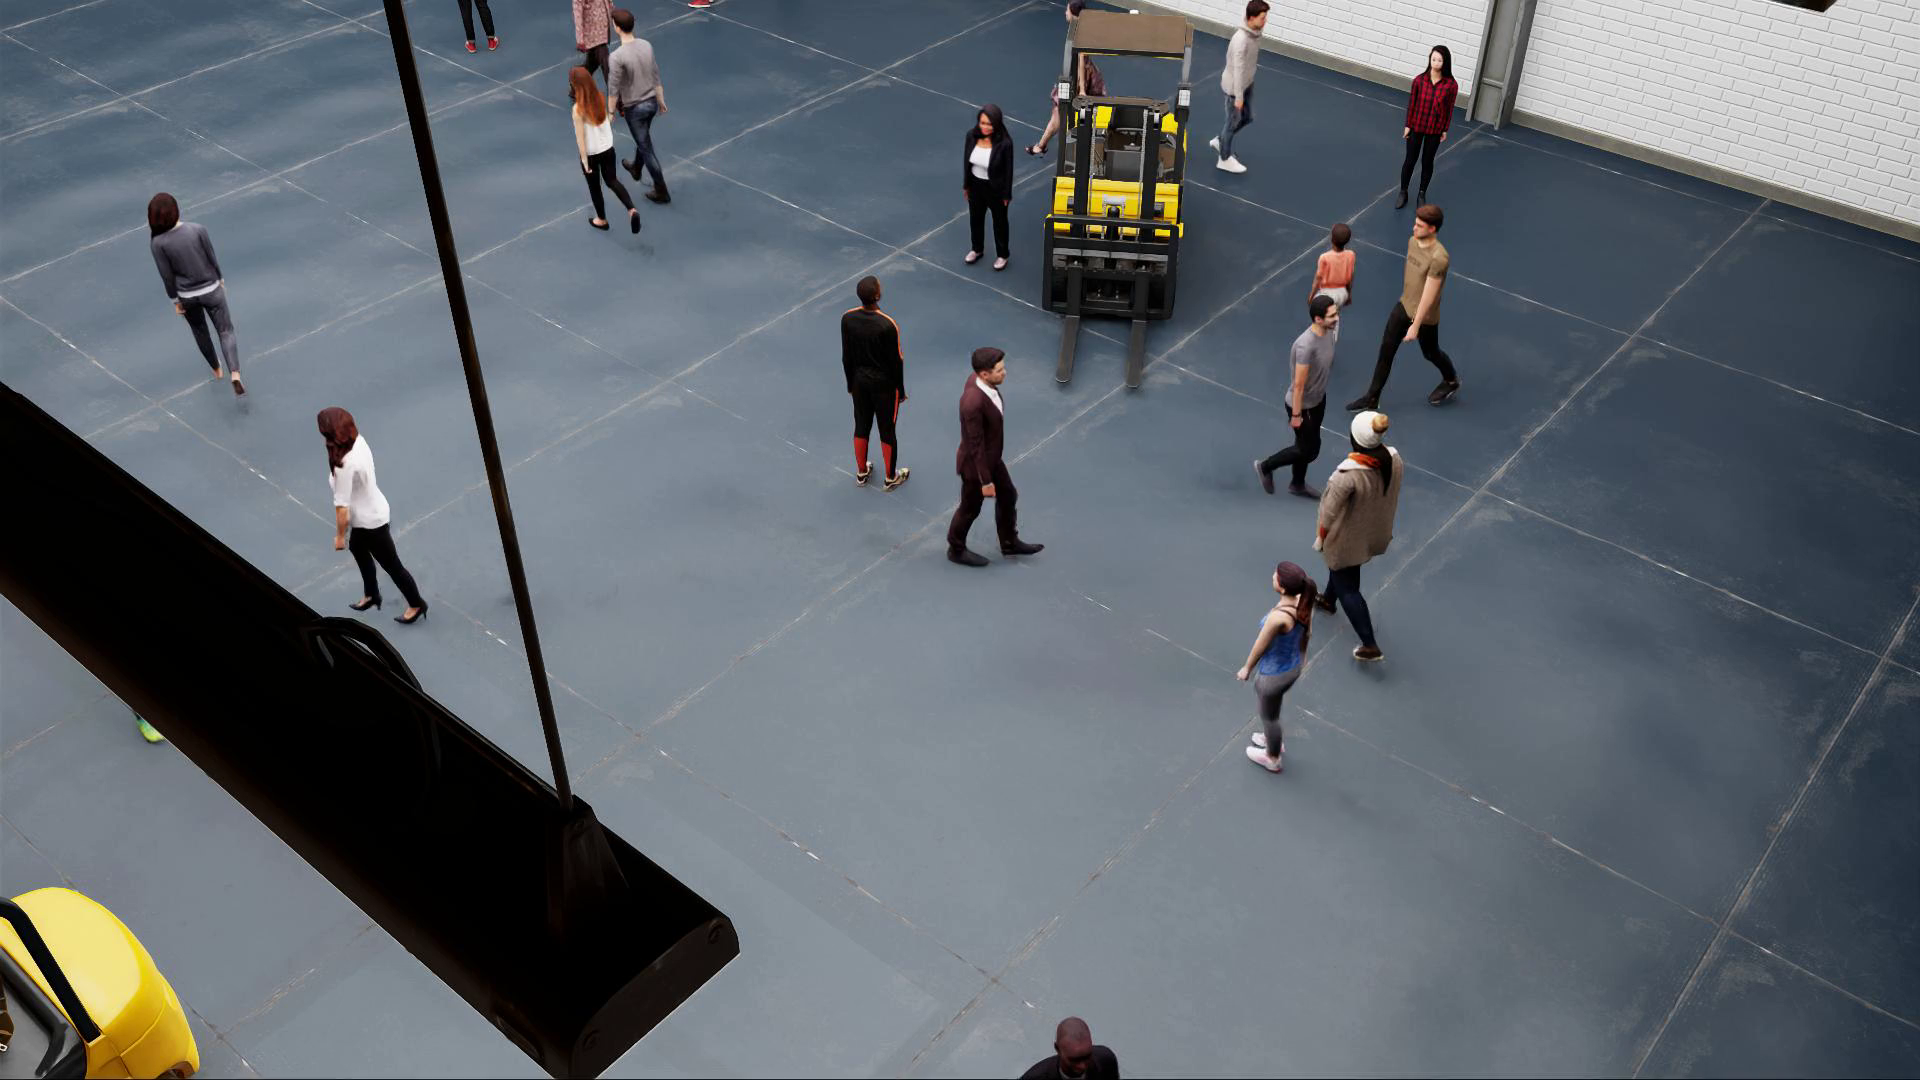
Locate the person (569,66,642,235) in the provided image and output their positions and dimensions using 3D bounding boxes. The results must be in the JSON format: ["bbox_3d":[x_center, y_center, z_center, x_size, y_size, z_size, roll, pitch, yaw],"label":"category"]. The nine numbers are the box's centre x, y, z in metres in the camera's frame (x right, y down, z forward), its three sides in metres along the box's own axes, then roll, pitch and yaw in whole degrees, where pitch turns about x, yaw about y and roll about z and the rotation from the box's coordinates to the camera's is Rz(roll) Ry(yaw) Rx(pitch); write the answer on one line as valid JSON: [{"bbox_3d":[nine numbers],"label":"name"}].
[{"bbox_3d":[-3.341,-3.612,15.607,0.941,1.698,0.597,30,47,32],"label":"person"}]

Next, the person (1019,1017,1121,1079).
[{"bbox_3d":[0.469,2.718,7.632,0.805,1.758,0.860,-15,41,-18],"label":"person"}]

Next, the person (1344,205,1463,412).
[{"bbox_3d":[3.746,-1.811,13.264,1.126,1.808,1.289,-14,41,-17],"label":"person"}]

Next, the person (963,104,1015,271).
[{"bbox_3d":[0.263,-3.243,15.214,0.658,1.611,0.766,15,41,18],"label":"person"}]

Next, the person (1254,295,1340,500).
[{"bbox_3d":[2.507,-1.053,12.364,0.822,1.746,0.711,20,43,23],"label":"person"}]

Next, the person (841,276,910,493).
[{"bbox_3d":[-0.646,-1.175,12.468,0.591,1.808,0.752,13,40,16],"label":"person"}]

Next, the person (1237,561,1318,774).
[{"bbox_3d":[1.996,0.820,10.139,0.564,1.596,0.556,28,46,31],"label":"person"}]

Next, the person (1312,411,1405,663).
[{"bbox_3d":[2.666,-0.014,10.976,0.936,1.855,1.248,-21,43,-24],"label":"person"}]

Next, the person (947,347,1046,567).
[{"bbox_3d":[0.058,-0.574,11.687,1.087,1.841,0.976,7,39,9],"label":"person"}]

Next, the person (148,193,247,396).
[{"bbox_3d":[-6.166,-1.978,13.519,0.858,1.750,1.106,-19,42,-22],"label":"person"}]

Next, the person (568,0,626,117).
[{"bbox_3d":[-3.979,-5.423,17.814,1.317,1.774,1.008,10,40,13],"label":"person"}]

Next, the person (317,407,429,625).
[{"bbox_3d":[-3.870,-0.135,11.191,0.912,1.776,0.867,-9,39,-11],"label":"person"}]

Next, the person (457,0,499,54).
[{"bbox_3d":[-5.695,-6.535,19.220,0.710,1.757,0.717,-12,40,-14],"label":"person"}]

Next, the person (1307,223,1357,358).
[{"bbox_3d":[3.141,-2.027,13.937,0.587,1.305,0.637,-6,39,-7],"label":"person"}]

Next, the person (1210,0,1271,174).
[{"bbox_3d":[2.702,-4.585,16.721,0.765,1.827,0.694,22,44,25],"label":"person"}]

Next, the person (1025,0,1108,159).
[{"bbox_3d":[1.287,-4.548,16.765,1.236,1.716,0.997,6,39,7],"label":"person"}]

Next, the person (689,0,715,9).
[{"bbox_3d":[-3.205,-7.389,20.354,0.689,1.675,0.680,8,39,10],"label":"person"}]

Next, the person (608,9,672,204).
[{"bbox_3d":[-3.044,-4.173,16.170,1.080,1.871,0.704,26,46,29],"label":"person"}]

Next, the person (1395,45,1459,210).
[{"bbox_3d":[4.518,-4.002,16.127,0.579,1.658,0.715,11,40,13],"label":"person"}]
